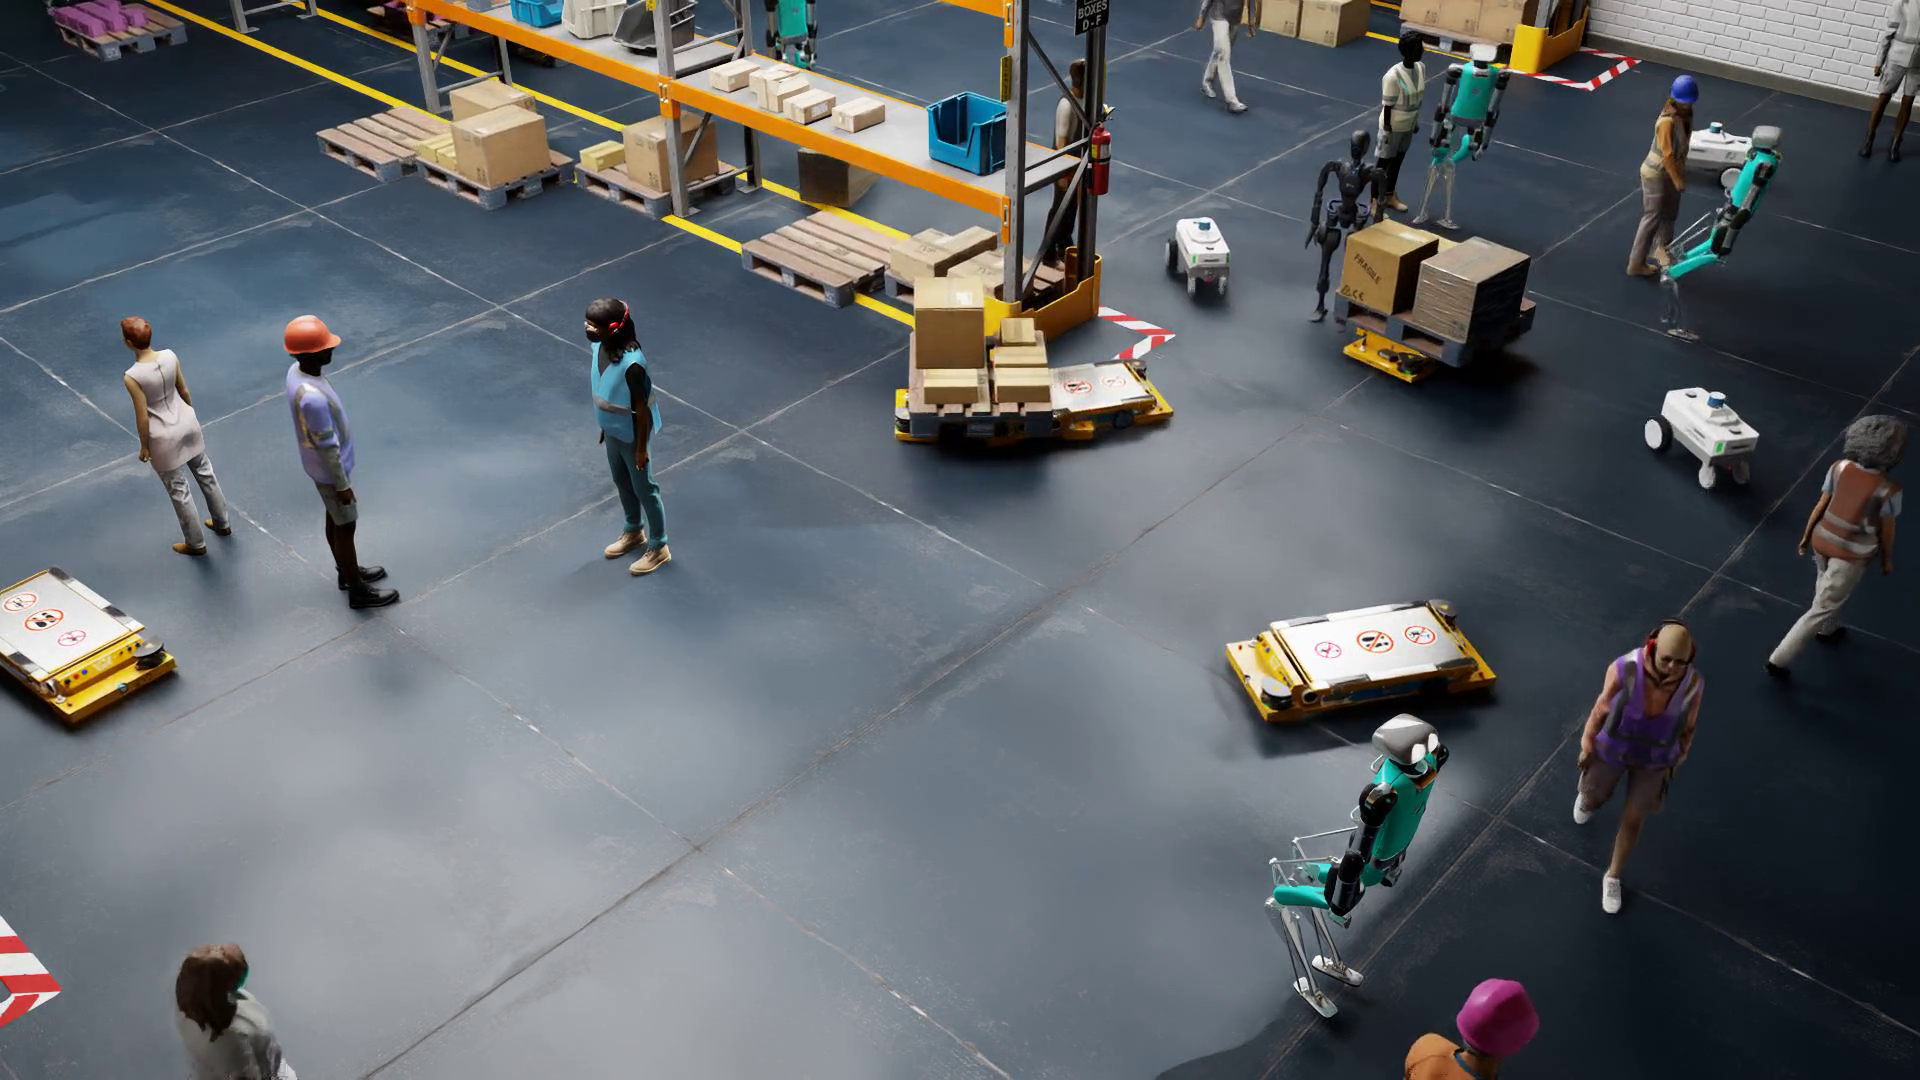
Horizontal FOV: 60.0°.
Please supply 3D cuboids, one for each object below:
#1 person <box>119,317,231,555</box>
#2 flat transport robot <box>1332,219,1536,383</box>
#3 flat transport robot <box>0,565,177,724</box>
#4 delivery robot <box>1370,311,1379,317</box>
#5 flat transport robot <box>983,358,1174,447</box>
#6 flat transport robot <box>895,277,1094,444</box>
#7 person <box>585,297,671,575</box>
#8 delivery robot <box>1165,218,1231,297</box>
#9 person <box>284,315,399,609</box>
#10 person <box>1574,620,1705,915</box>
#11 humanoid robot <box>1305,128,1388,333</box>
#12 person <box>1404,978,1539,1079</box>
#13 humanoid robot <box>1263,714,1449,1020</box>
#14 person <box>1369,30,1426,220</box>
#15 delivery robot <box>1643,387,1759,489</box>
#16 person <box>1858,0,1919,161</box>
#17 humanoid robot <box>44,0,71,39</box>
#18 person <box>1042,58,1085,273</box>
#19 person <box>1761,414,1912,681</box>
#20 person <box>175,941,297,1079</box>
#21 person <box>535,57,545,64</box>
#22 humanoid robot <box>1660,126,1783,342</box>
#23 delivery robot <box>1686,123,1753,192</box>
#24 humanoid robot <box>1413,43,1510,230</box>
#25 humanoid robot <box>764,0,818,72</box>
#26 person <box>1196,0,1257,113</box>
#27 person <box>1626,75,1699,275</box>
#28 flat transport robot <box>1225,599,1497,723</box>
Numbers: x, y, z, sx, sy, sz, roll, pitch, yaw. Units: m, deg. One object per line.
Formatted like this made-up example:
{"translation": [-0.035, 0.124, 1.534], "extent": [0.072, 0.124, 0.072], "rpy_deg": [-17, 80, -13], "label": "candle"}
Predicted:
{"translation": [-5.012, -0.663, 10.543], "extent": [0.285, 1.661, 0.445], "rpy_deg": [14, 37, 19], "label": "person"}
{"translation": [3.754, -1.653, 13.206], "extent": [1.431, 0.231, 0.659], "rpy_deg": [-27, 43, -33], "label": "flat transport robot"}
{"translation": [-5.400, 0.590, 9.956], "extent": [1.431, 0.231, 0.659], "rpy_deg": [24, 41, 30], "label": "flat transport robot"}
{"translation": [3.553, -2.223, 13.777], "extent": [0.771, 0.592, 0.499], "rpy_deg": [-27, 43, -33], "label": "delivery robot"}
{"translation": [0.793, -1.021, 12.290], "extent": [1.431, 0.231, 0.659], "rpy_deg": [-10, 36, -14], "label": "flat transport robot"}
{"translation": [0.242, -0.970, 12.216], "extent": [1.431, 0.231, 0.659], "rpy_deg": [-1, 35, -1], "label": "flat transport robot"}
{"translation": [-2.079, -0.655, 10.363], "extent": [0.397, 1.862, 0.499], "rpy_deg": [-29, 44, -35], "label": "person"}
{"translation": [2.046, -2.446, 14.119], "extent": [0.499, 0.614, 0.792], "rpy_deg": [-3, 35, -4], "label": "delivery robot"}
{"translation": [-3.765, -0.472, 10.026], "extent": [0.375, 1.938, 0.545], "rpy_deg": [-17, 38, -23], "label": "person"}
{"translation": [3.283, 0.983, 8.119], "extent": [0.496, 1.642, 0.618], "rpy_deg": [10, 36, 15], "label": "person"}
{"translation": [3.040, -2.450, 13.119], "extent": [0.602, 1.655, 0.322], "rpy_deg": [11, 36, 15], "label": "humanoid robot"}
{"translation": [1.772, 2.298, 5.989], "extent": [0.545, 1.963, 0.539], "rpy_deg": [-20, 39, -26], "label": "person"}
{"translation": [1.674, 1.376, 7.407], "extent": [0.735, 1.677, 0.533], "rpy_deg": [29, 44, 35], "label": "humanoid robot"}
{"translation": [3.950, -3.730, 14.953], "extent": [0.534, 1.699, 0.318], "rpy_deg": [-28, 44, -34], "label": "person"}
{"translation": [5.235, -0.757, 11.646], "extent": [0.499, 0.583, 0.758], "rpy_deg": [-8, 35, -11], "label": "delivery robot"}
{"translation": [9.156, -4.623, 16.053], "extent": [0.548, 1.927, 0.389], "rpy_deg": [13, 37, 18], "label": "person"}
{"translation": [-10.655, -6.733, 19.382], "extent": [0.596, 1.638, 0.787], "rpy_deg": [-13, 37, -18], "label": "humanoid robot"}
{"translation": [0.953, -3.158, 14.019], "extent": [0.369, 1.833, 0.515], "rpy_deg": [18, 38, 24], "label": "person"}
{"translation": [5.047, 0.045, 9.527], "extent": [0.868, 1.646, 0.449], "rpy_deg": [-17, 38, -23], "label": "person"}
{"translation": [-2.799, 2.144, 6.485], "extent": [0.422, 1.643, 0.504], "rpy_deg": [-23, 41, -30], "label": "person"}
{"translation": [-4.648, -6.187, 18.464], "extent": [0.325, 1.752, 0.562], "rpy_deg": [8, 35, 12], "label": "person"}
{"translation": [5.790, -2.372, 12.980], "extent": [0.791, 1.805, 0.537], "rpy_deg": [11, 36, 15], "label": "humanoid robot"}
{"translation": [7.191, -3.677, 15.900], "extent": [0.782, 0.611, 0.510], "rpy_deg": [10, 36, 15], "label": "delivery robot"}
{"translation": [4.404, -3.586, 14.712], "extent": [0.553, 1.766, 0.788], "rpy_deg": [3, 35, 5], "label": "humanoid robot"}
{"translation": [-1.746, -4.820, 16.540], "extent": [0.545, 1.811, 0.785], "rpy_deg": [-17, 38, -23], "label": "humanoid robot"}
{"translation": [2.805, -5.390, 17.249], "extent": [0.568, 1.821, 1.001], "rpy_deg": [-17, 38, -23], "label": "person"}
{"translation": [5.960, -3.068, 13.957], "extent": [0.544, 1.735, 0.404], "rpy_deg": [-28, 43, -34], "label": "person"}
{"translation": [2.356, 0.702, 9.794], "extent": [1.431, 0.231, 0.659], "rpy_deg": [-8, 35, -11], "label": "flat transport robot"}
